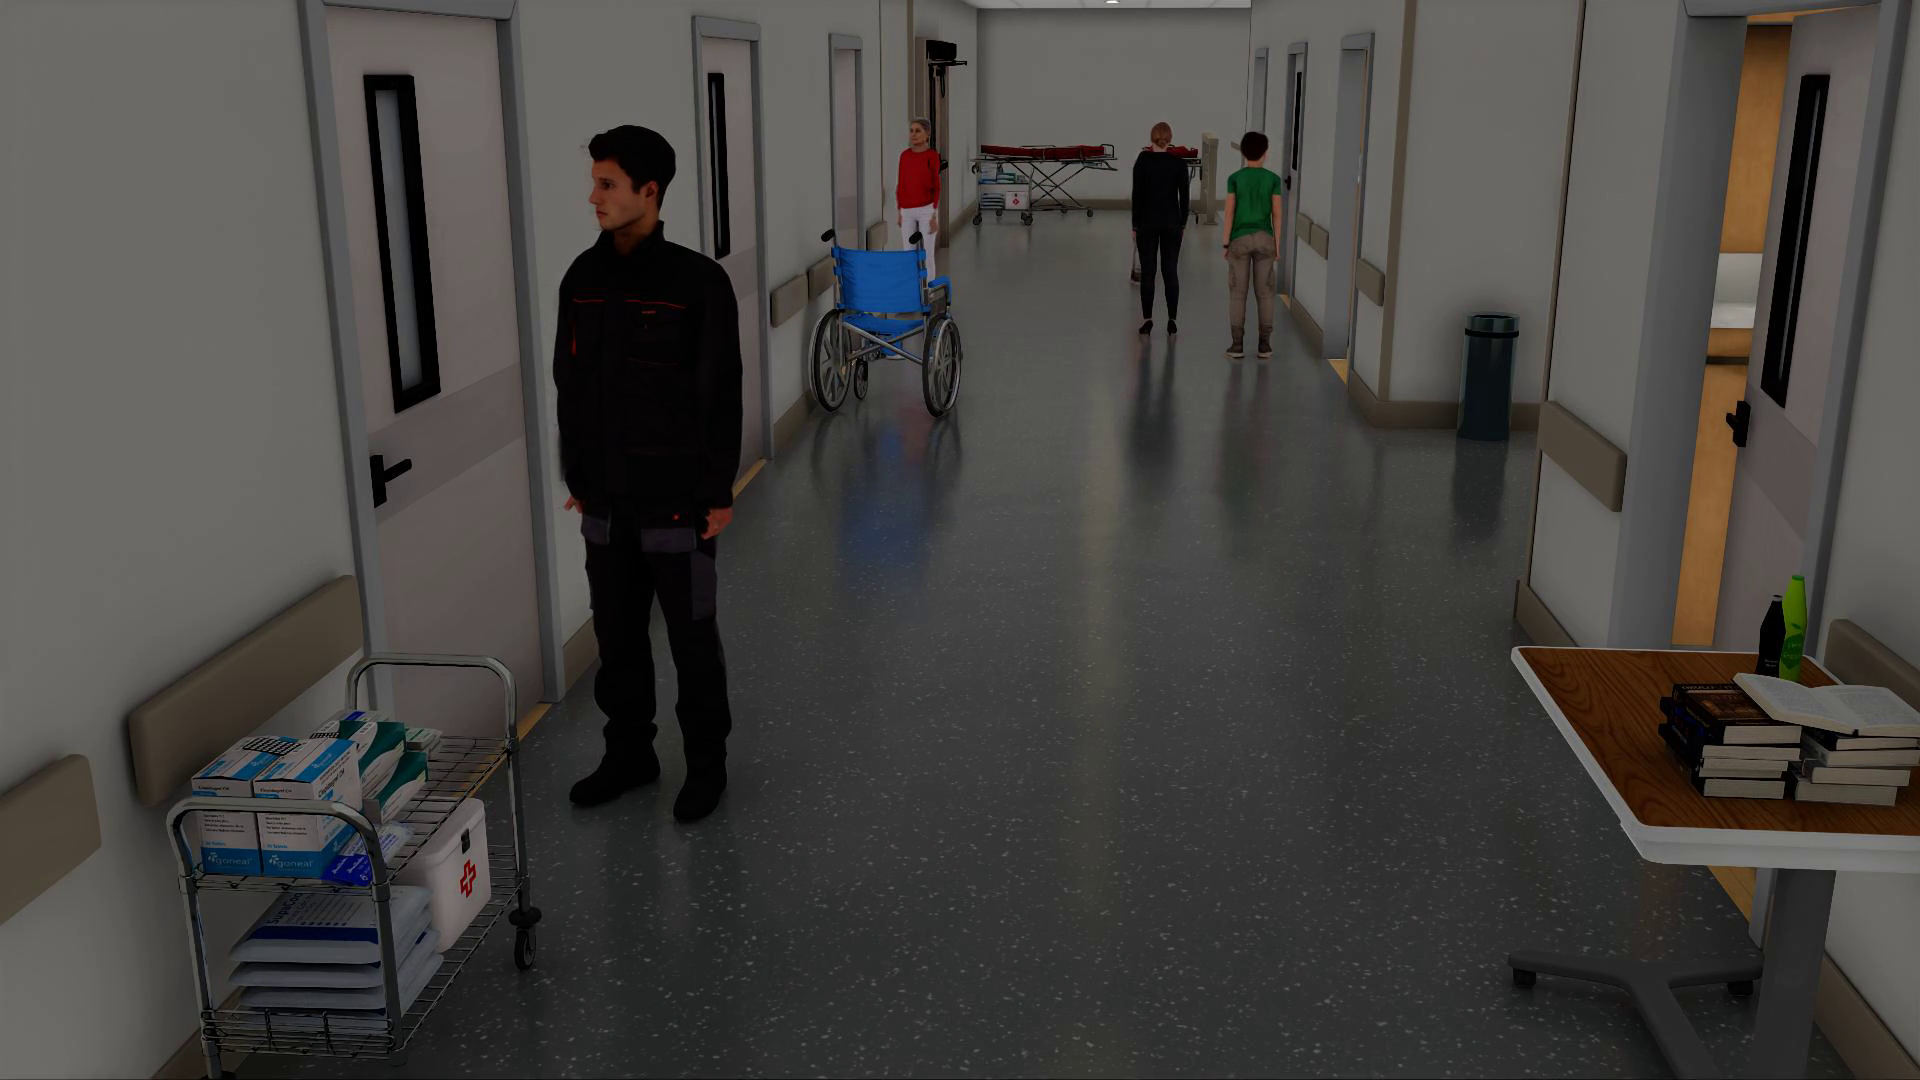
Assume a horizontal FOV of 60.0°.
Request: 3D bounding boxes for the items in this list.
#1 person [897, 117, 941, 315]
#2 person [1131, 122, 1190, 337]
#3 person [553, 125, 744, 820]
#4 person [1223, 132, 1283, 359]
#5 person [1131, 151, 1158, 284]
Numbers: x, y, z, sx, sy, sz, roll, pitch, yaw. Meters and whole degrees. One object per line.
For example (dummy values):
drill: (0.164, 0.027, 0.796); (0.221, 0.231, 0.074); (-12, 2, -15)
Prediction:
person: (-0.355, -2.838, 14.569); (0.610, 1.693, 0.626); (7, 17, 22)
person: (1.600, -2.487, 13.340); (0.629, 1.685, 0.566); (0, 16, -1)
person: (-0.867, -0.183, 4.689); (0.759, 1.944, 0.696); (6, 17, 20)
person: (2.170, -2.187, 12.341); (0.565, 1.651, 0.515); (1, 16, 4)
person: (1.844, -3.271, 16.812); (0.573, 1.309, 0.465); (-2, 16, -8)
